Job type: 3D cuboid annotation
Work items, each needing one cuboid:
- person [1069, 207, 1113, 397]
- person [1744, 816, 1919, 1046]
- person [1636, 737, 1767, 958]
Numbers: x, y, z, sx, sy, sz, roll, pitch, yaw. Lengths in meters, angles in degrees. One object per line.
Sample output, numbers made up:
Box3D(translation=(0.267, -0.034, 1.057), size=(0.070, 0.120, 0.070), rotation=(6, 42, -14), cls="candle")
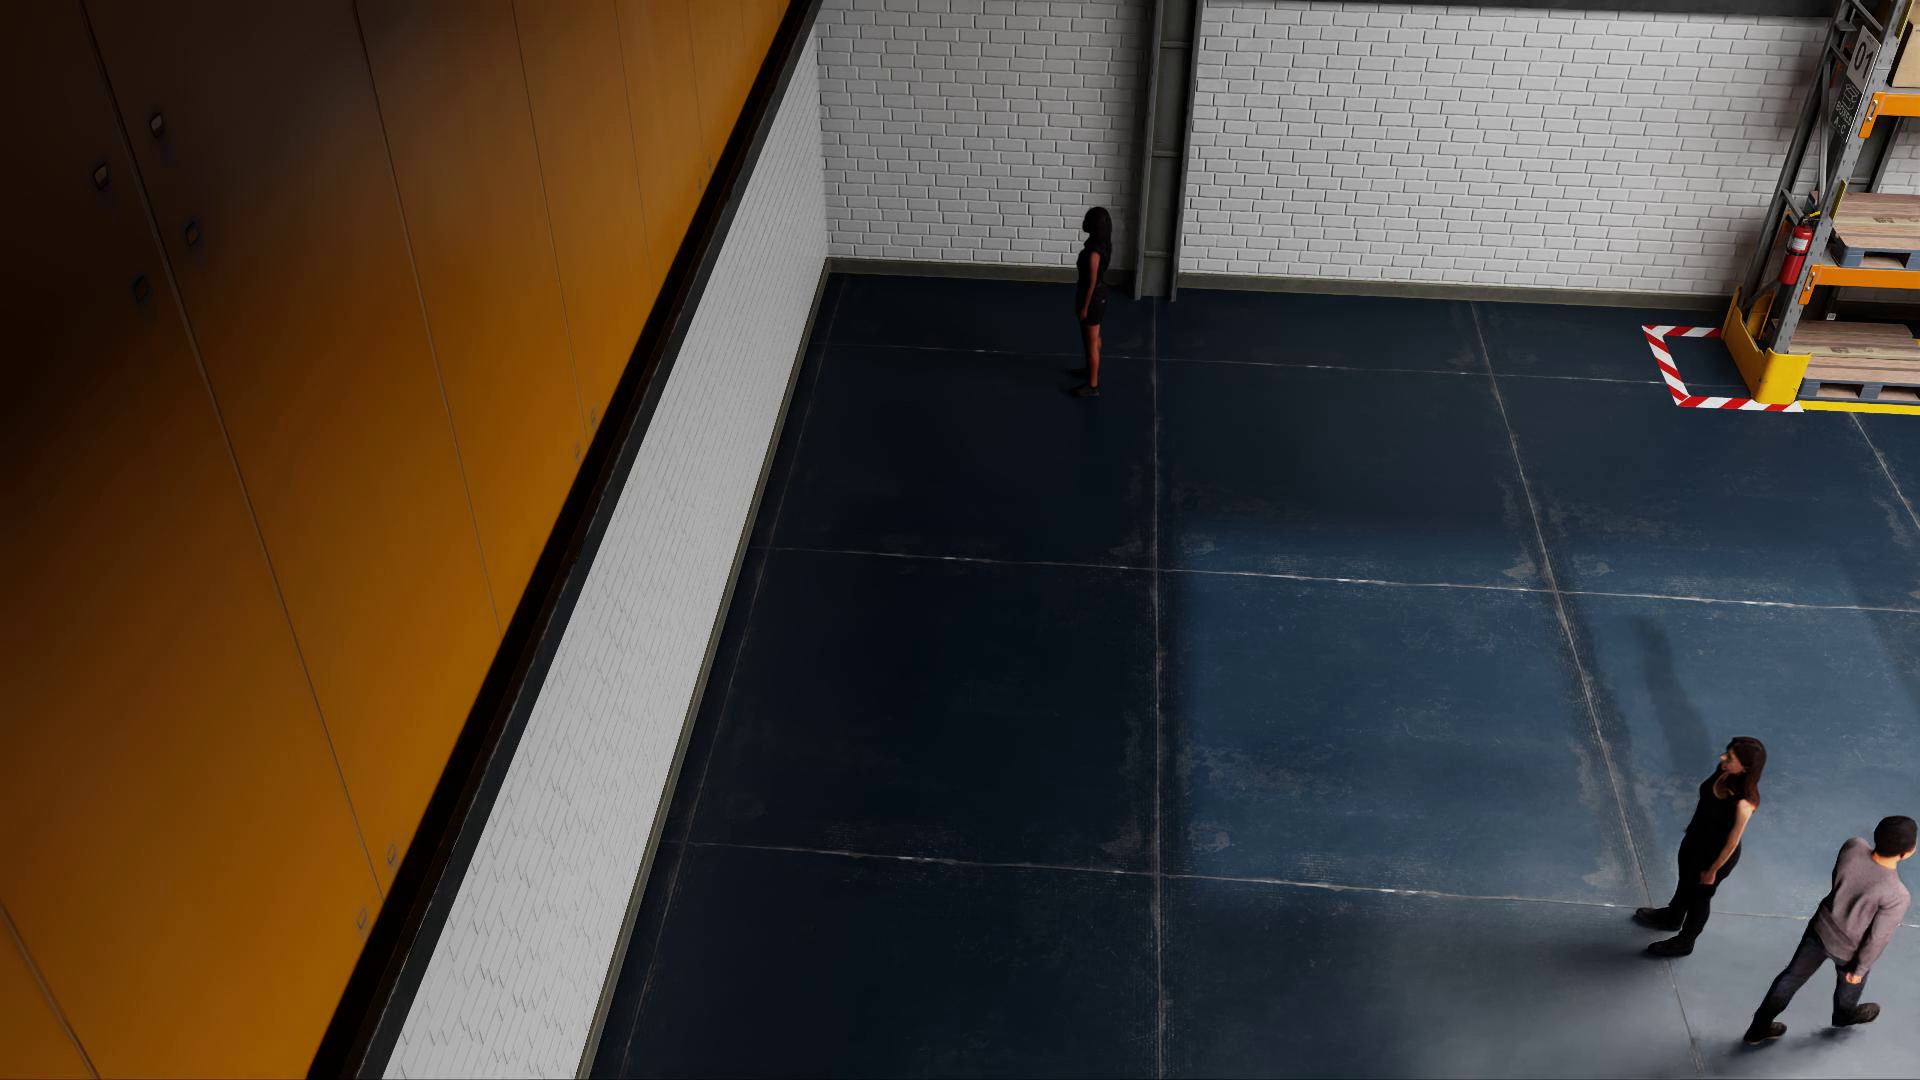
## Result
Box3D(translation=(1.130, -2.028, 14.136), size=(0.529, 1.741, 0.601), rotation=(5, 39, 7), cls="person")
Box3D(translation=(4.635, 2.143, 8.918), size=(1.133, 1.736, 0.914), rotation=(-7, 39, -8), cls="person")
Box3D(translation=(4.267, 1.740, 9.460), size=(0.550, 1.688, 0.576), rotation=(4, 39, 5), cls="person")
